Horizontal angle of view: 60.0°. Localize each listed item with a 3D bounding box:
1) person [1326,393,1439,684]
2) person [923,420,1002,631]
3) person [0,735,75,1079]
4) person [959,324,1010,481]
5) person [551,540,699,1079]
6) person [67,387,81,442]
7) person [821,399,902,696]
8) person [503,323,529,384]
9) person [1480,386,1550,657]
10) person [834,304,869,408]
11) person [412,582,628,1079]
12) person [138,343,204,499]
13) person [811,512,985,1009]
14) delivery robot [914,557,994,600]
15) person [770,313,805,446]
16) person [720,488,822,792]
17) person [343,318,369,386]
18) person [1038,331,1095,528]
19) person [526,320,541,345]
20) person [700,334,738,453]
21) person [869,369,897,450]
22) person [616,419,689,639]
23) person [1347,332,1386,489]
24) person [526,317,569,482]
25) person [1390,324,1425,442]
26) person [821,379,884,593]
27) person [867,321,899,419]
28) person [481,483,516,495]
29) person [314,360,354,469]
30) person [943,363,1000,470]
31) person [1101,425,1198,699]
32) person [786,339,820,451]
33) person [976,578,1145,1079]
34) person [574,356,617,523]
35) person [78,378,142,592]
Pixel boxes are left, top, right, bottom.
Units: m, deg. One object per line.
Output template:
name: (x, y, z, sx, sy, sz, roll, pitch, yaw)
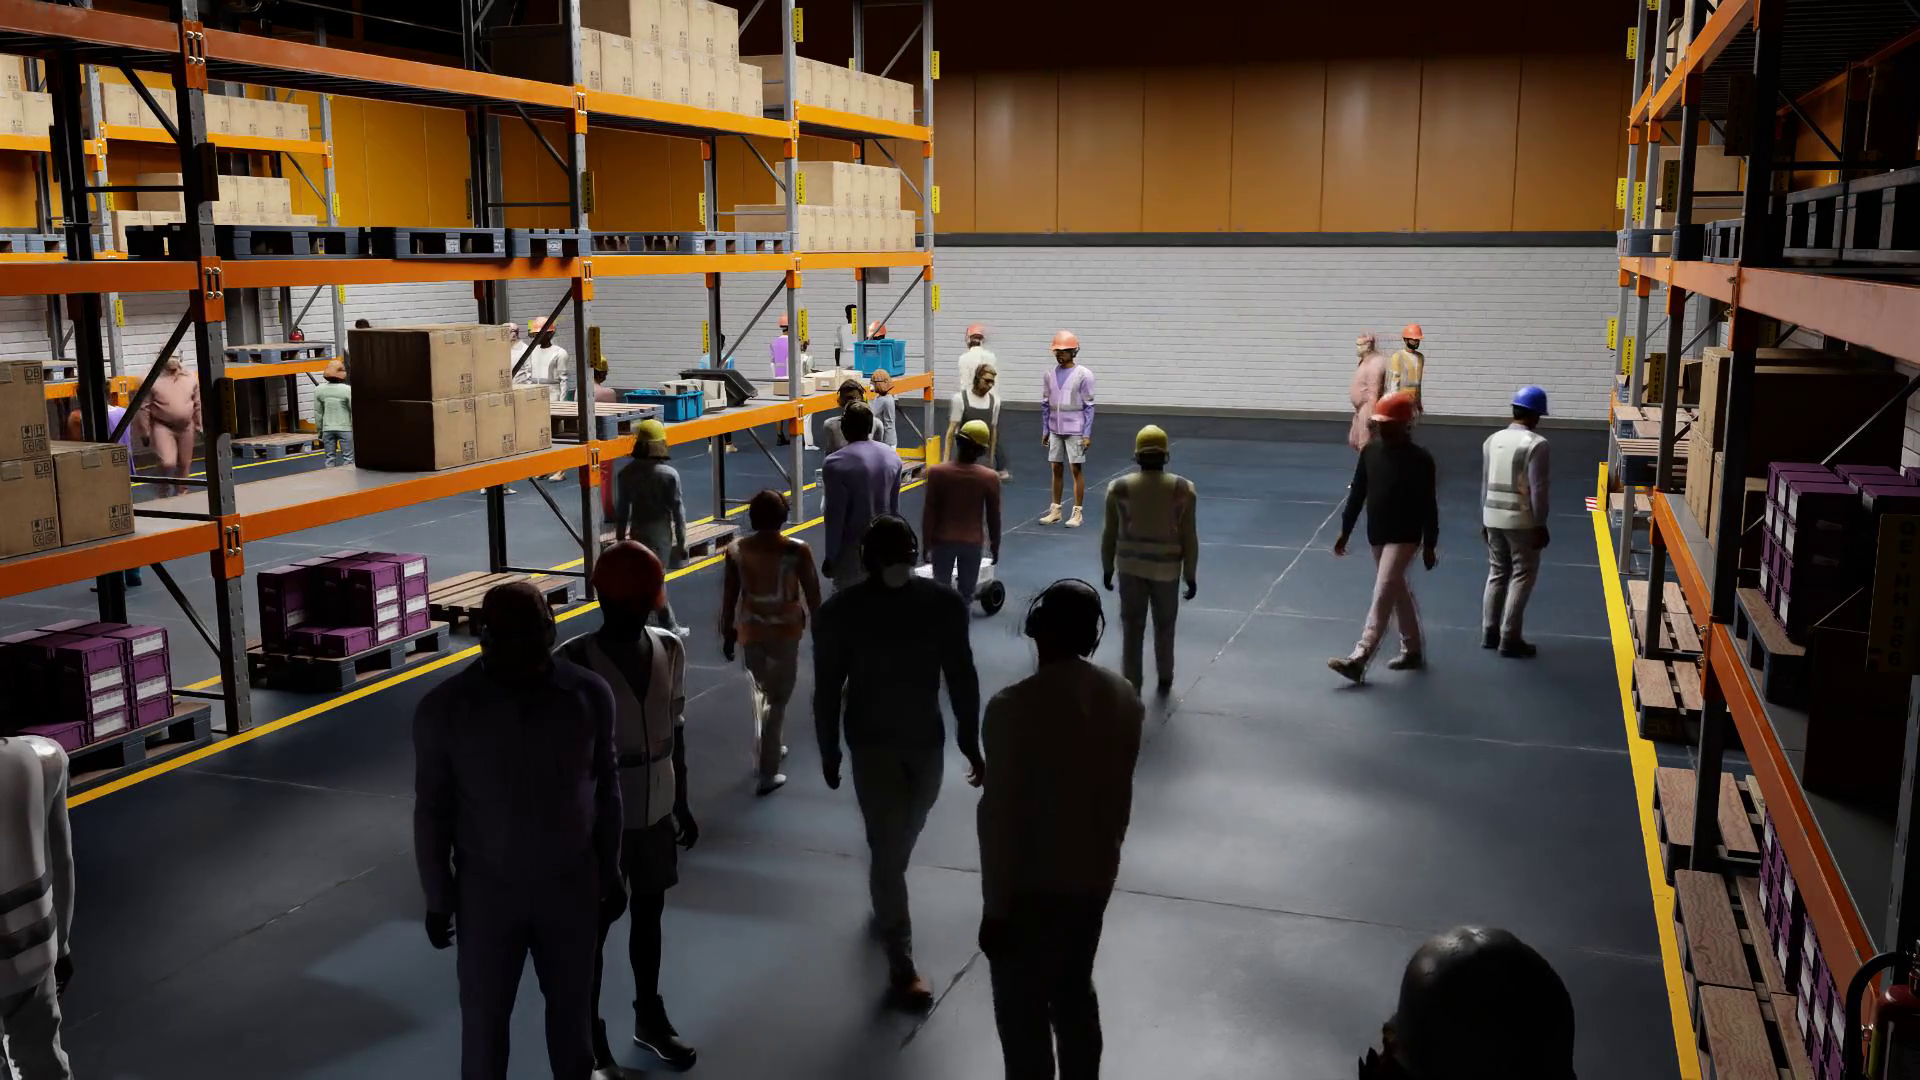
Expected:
person: (2.845, -0.022, 11.213, 1.034, 1.935, 0.623, -6, 11, -29)
person: (0.018, 0.038, 11.485, 0.537, 1.723, 0.500, 1, 10, 4)
person: (-2.672, 1.192, 4.550, 0.355, 1.884, 0.575, 3, 11, 18)
person: (0.233, -1.707, 20.731, 0.657, 1.926, 1.054, -7, 12, -34)
person: (-1.152, 0.947, 5.807, 0.543, 1.928, 0.372, -10, 14, -44)
person: (-8.141, -0.657, 15.527, 0.540, 1.676, 0.526, 6, 12, 31)
person: (-0.644, 0.056, 10.790, 0.629, 1.940, 0.375, -10, 14, -44)
person: (-5.911, -1.920, 22.027, 0.637, 1.904, 0.403, 6, 12, 31)
person: (3.965, -0.138, 11.934, 0.497, 1.918, 0.637, -4, 11, -22)
person: (-1.756, -2.876, 27.227, 0.605, 1.966, 0.367, 2, 10, 9)
person: (-1.350, 1.067, 5.192, 0.651, 1.906, 0.409, -5, 11, -28)
person: (-8.511, -1.192, 18.000, 0.495, 1.881, 0.653, 9, 13, 41)
person: (-0.278, 0.806, 6.728, 0.645, 1.901, 1.021, -3, 11, -19)
delivery robot: (-0.044, 0.287, 13.121, 0.477, 0.478, 0.707, 7, 13, 36)
person: (-2.495, -2.325, 24.191, 0.544, 1.943, 0.347, 6, 12, 32)
person: (-0.994, 0.520, 9.107, 0.526, 1.609, 0.746, 4, 11, 20)
person: (-8.473, -2.230, 23.794, 0.626, 1.896, 0.598, -1, 10, -4)
person: (1.096, -1.141, 17.239, 0.609, 2.044, 0.396, 8, 13, 37)
person: (-6.789, -2.721, 27.049, 0.928, 1.719, 0.531, -2, 10, -11)
person: (-3.387, -2.060, 23.385, 0.531, 1.697, 0.320, 3, 10, 15)
person: (-0.807, -0.992, 17.578, 0.287, 1.629, 0.499, -3, 11, -18)
person: (-2.186, -0.009, 11.840, 0.496, 1.697, 0.923, 4, 11, 23)
person: (4.916, -1.541, 19.928, 0.488, 1.890, 0.659, 0, 10, 2)
person: (-5.113, -1.731, 20.562, 0.608, 2.044, 0.370, 5, 11, 25)
person: (5.662, -1.758, 21.007, 0.546, 1.939, 0.375, -6, 12, -32)
person: (-0.856, -0.367, 13.375, 0.534, 1.868, 0.310, -1, 10, -3)
person: (-1.064, -1.904, 21.863, 0.543, 1.932, 0.384, 4, 11, 19)
person: (-5.473, -1.330, 19.443, 0.510, 1.639, 0.308, 3, 11, 16)
person: (-7.024, -1.213, 18.799, 0.507, 1.631, 0.277, 1, 10, 4)
person: (0.080, -0.818, 16.088, 0.599, 1.806, 0.690, -3, 10, -15)
person: (1.214, 0.152, 10.683, 0.616, 1.788, 0.846, 1, 10, 8)
person: (-2.251, -2.087, 23.708, 0.513, 1.639, 0.307, 6, 12, 31)
person: (0.256, 1.085, 5.145, 0.386, 1.887, 0.837, 9, 14, 42)
person: (-3.818, -1.062, 17.575, 0.528, 1.767, 0.330, 4, 11, 24)
person: (-7.186, -0.480, 14.075, 0.372, 1.843, 0.570, 1, 10, 6)
